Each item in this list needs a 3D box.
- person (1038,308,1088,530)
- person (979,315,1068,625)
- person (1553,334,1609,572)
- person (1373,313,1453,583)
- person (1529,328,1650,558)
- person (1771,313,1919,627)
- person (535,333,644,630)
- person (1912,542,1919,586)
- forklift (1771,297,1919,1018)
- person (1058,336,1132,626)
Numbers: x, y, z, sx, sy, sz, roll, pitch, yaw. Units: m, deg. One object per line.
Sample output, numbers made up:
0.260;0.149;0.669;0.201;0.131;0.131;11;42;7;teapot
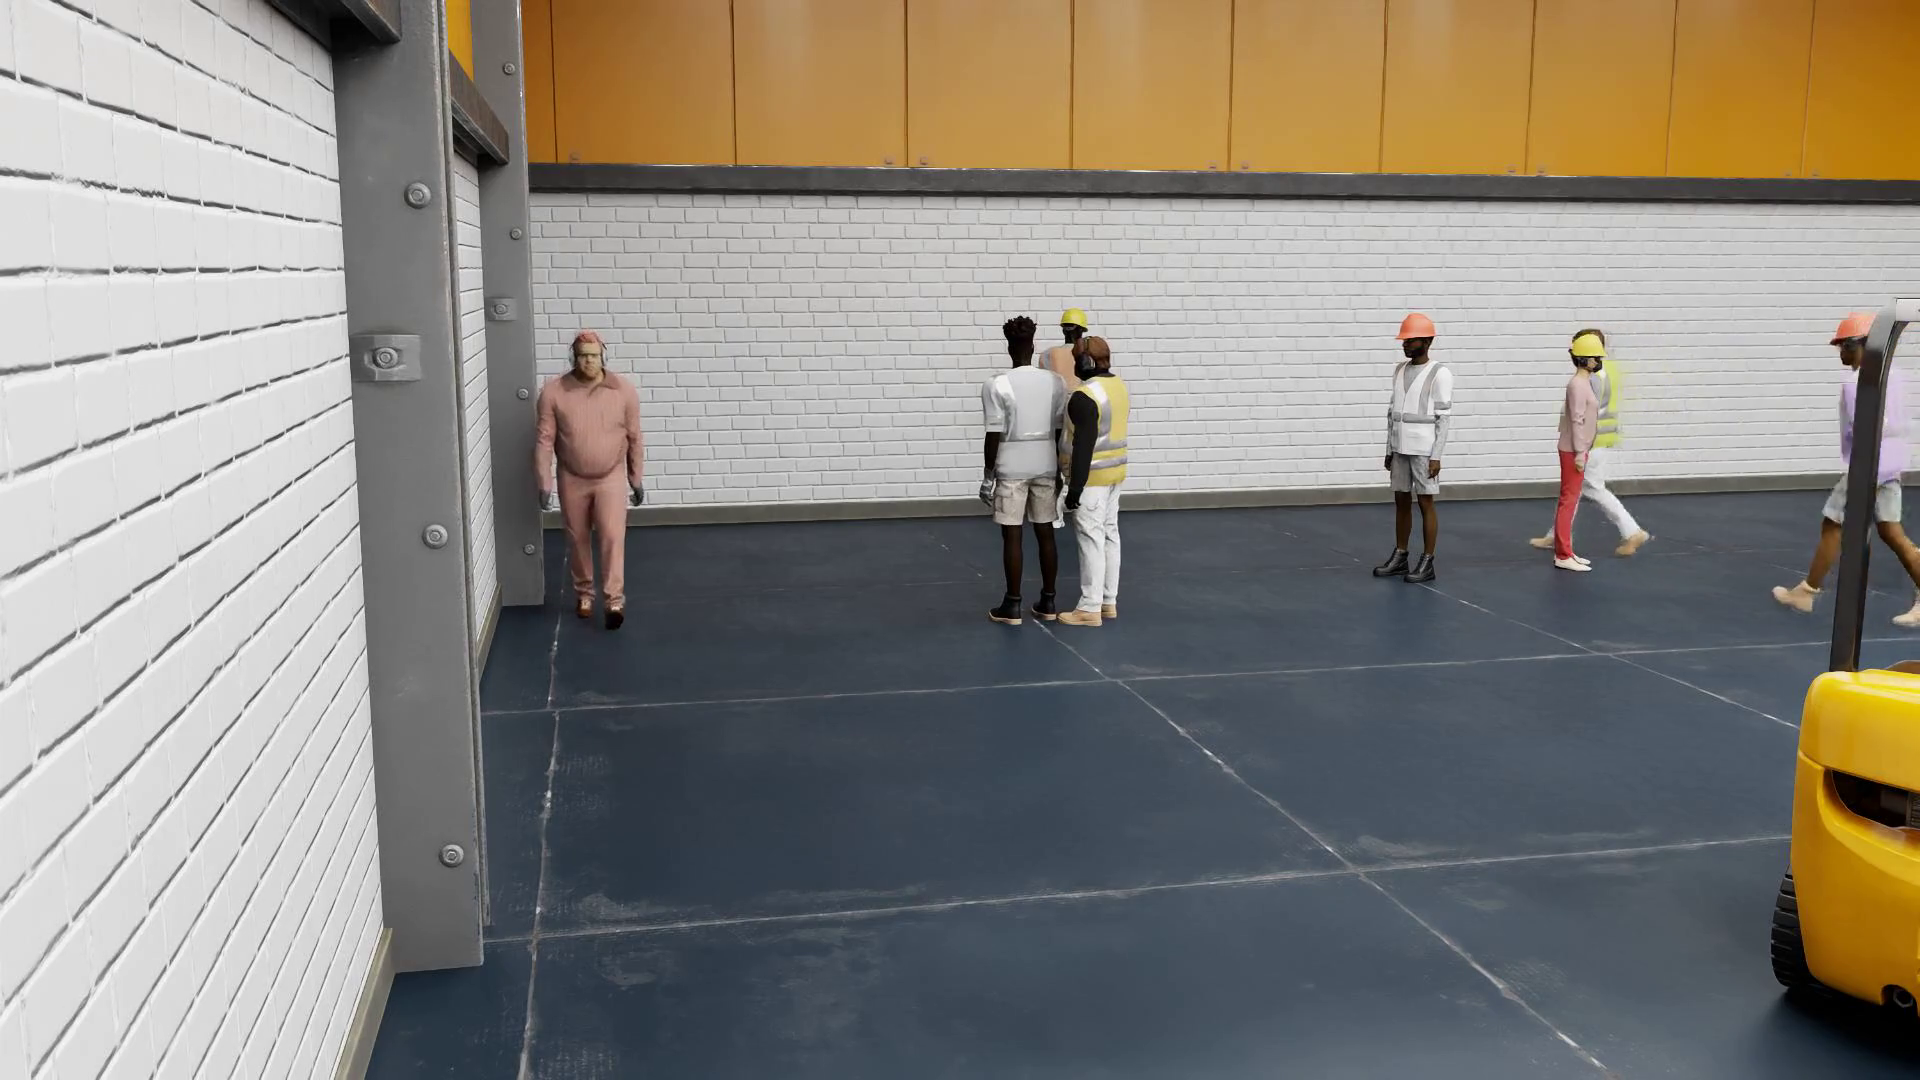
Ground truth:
0.964;-1.032;14.342;0.586;1.917;0.380;4;10;23;person
0.402;-0.441;10.596;0.607;1.963;0.373;-4;10;-25;person
4.664;-0.658;12.518;0.322;1.769;0.523;4;10;22;person
3.278;-0.662;12.027;0.361;1.938;0.545;-6;11;-31;person
5.005;-0.766;13.096;0.896;1.806;0.621;6;11;32;person
5.807;-0.443;10.588;0.662;1.984;1.061;-7;12;-37;person
-2.326;-0.367;10.481;0.675;1.852;1.015;-2;10;-12;person
7.214;-0.571;11.742;0.941;1.844;0.594;-1;9;-4;person
3.542;0.334;5.177;2.313;2.155;1.214;-9;13;-43;forklift
0.839;-0.370;10.589;0.429;1.843;0.636;5;11;28;person
